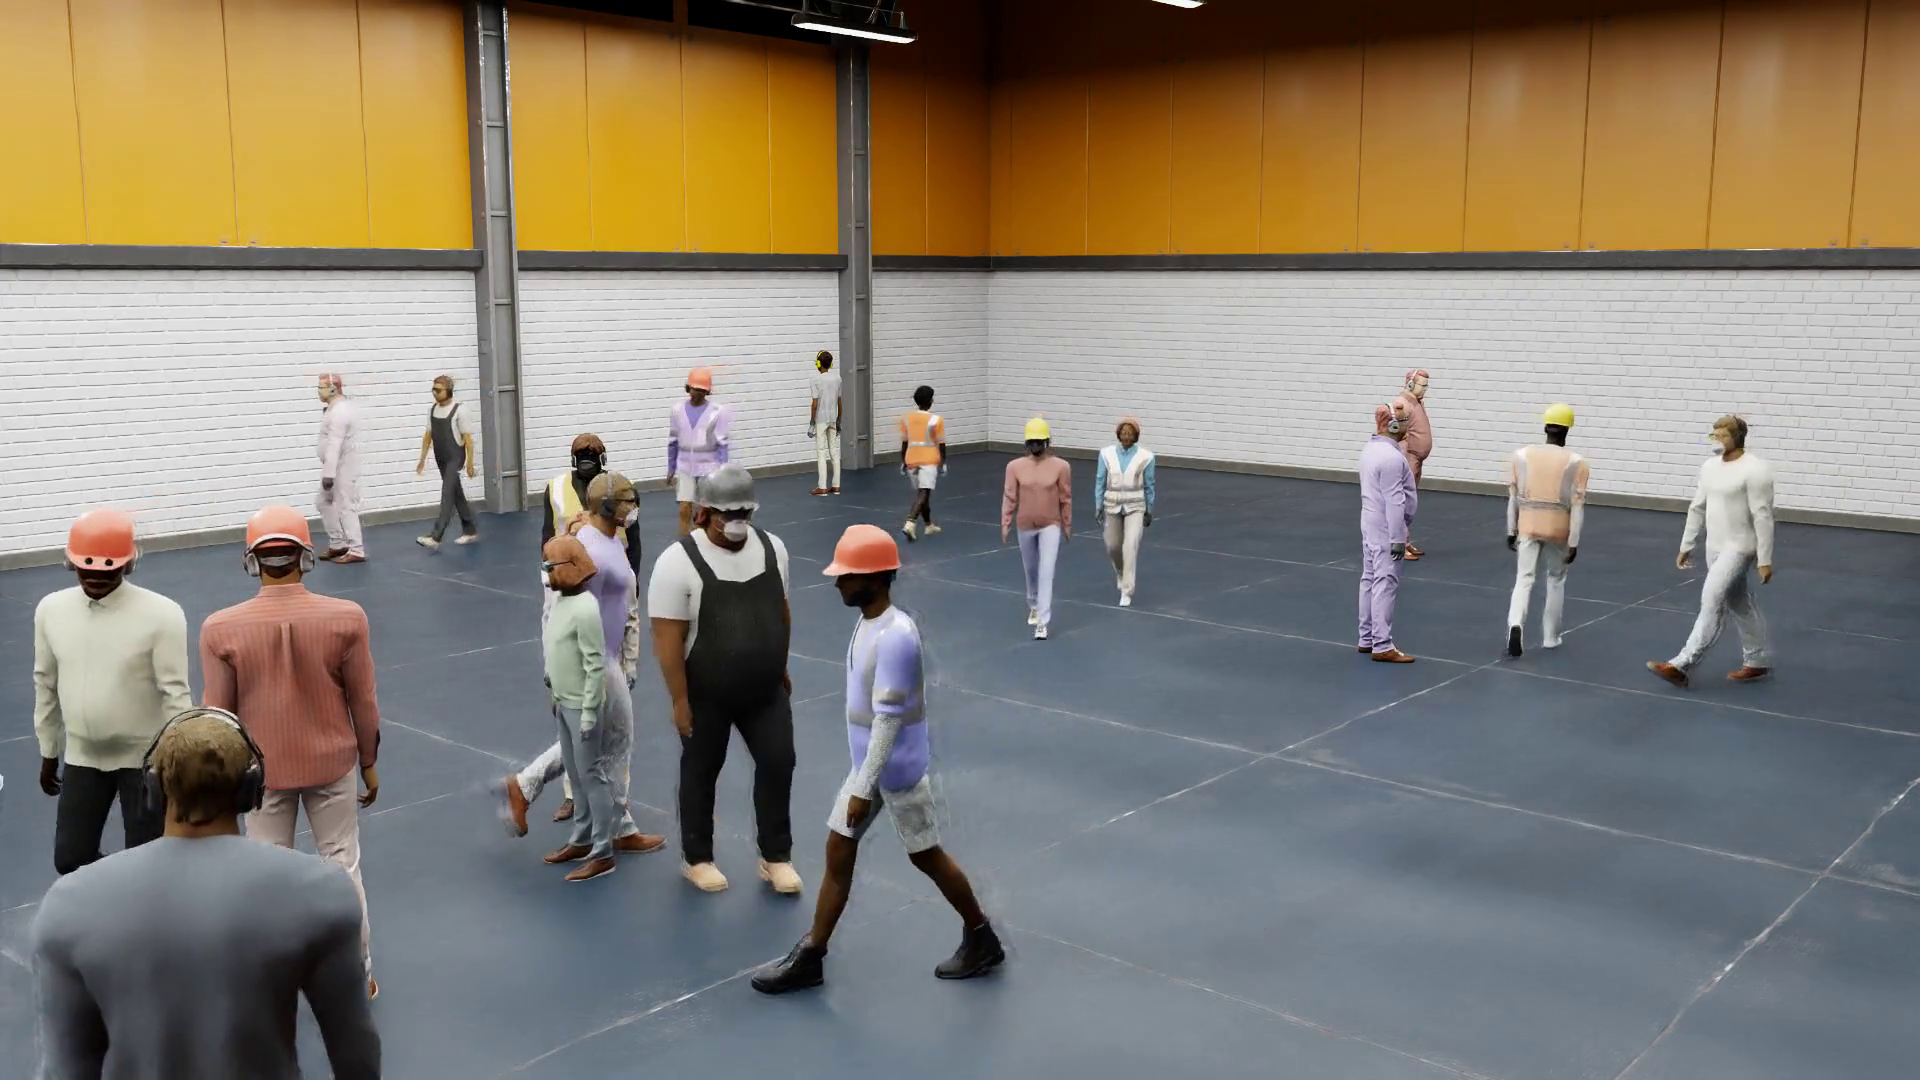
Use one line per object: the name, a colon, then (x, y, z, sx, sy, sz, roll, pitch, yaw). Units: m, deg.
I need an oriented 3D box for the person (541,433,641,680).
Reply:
person: (-2.344, 0.237, 10.594, 0.621, 1.845, 0.429, -1, 9, -8)

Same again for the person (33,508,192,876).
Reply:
person: (-3.280, 0.834, 6.471, 0.660, 1.958, 0.474, 0, 9, 1)

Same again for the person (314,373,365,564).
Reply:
person: (-6.163, -0.693, 16.312, 0.600, 1.885, 0.661, -3, 10, -19)

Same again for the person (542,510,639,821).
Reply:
person: (-1.915, 0.654, 8.627, 0.507, 1.632, 0.275, 1, 9, 5)

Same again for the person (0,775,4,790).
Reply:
person: (-5.398, 0.547, 8.511, 0.617, 1.875, 0.935, 0, 9, 3)

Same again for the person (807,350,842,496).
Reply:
person: (-1.747, -1.507, 21.453, 0.531, 1.870, 0.318, -8, 12, -42)

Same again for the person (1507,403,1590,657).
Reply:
person: (4.343, -0.073, 12.381, 0.587, 1.898, 0.847, 5, 10, 30)

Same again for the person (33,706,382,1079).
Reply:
person: (-1.607, 1.302, 3.652, 0.660, 1.917, 0.633, -2, 9, -14)

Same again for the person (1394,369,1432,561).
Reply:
person: (4.514, -0.757, 16.655, 0.404, 1.902, 0.636, 5, 10, 27)

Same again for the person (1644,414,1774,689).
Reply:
person: (5.201, 0.083, 11.418, 1.027, 1.882, 0.661, -1, 9, -9)

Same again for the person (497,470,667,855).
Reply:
person: (-1.859, 0.606, 8.083, 0.754, 1.910, 0.646, -1, 9, -9)

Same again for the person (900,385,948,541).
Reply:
person: (-0.424, -0.828, 17.836, 0.540, 1.669, 0.829, 6, 11, 31)

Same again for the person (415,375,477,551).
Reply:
person: (-5.350, -0.795, 17.204, 0.514, 1.795, 0.957, 6, 11, 31)

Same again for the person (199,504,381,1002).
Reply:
person: (-2.498, 0.856, 6.259, 0.610, 1.986, 0.392, -4, 10, -23)

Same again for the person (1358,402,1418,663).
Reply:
person: (3.156, -0.061, 12.250, 0.407, 1.913, 0.641, -1, 9, -4)

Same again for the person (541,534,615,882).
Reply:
person: (-1.815, 0.781, 7.833, 0.268, 1.630, 0.507, -5, 11, -31)

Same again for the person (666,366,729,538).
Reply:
person: (-2.509, -0.701, 16.070, 0.650, 1.996, 0.966, 2, 9, 11)

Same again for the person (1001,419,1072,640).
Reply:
person: (0.609, -0.114, 13.201, 0.541, 1.714, 0.922, 2, 9, 11)

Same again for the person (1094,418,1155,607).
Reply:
person: (1.449, -0.271, 14.485, 0.514, 1.614, 0.719, 3, 9, 17)

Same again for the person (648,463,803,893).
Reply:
person: (-1.013, 0.626, 7.527, 0.736, 2.000, 0.728, -6, 11, -35)

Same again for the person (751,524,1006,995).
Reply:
person: (-0.273, 0.865, 6.554, 1.033, 1.882, 0.563, -3, 10, -19)
